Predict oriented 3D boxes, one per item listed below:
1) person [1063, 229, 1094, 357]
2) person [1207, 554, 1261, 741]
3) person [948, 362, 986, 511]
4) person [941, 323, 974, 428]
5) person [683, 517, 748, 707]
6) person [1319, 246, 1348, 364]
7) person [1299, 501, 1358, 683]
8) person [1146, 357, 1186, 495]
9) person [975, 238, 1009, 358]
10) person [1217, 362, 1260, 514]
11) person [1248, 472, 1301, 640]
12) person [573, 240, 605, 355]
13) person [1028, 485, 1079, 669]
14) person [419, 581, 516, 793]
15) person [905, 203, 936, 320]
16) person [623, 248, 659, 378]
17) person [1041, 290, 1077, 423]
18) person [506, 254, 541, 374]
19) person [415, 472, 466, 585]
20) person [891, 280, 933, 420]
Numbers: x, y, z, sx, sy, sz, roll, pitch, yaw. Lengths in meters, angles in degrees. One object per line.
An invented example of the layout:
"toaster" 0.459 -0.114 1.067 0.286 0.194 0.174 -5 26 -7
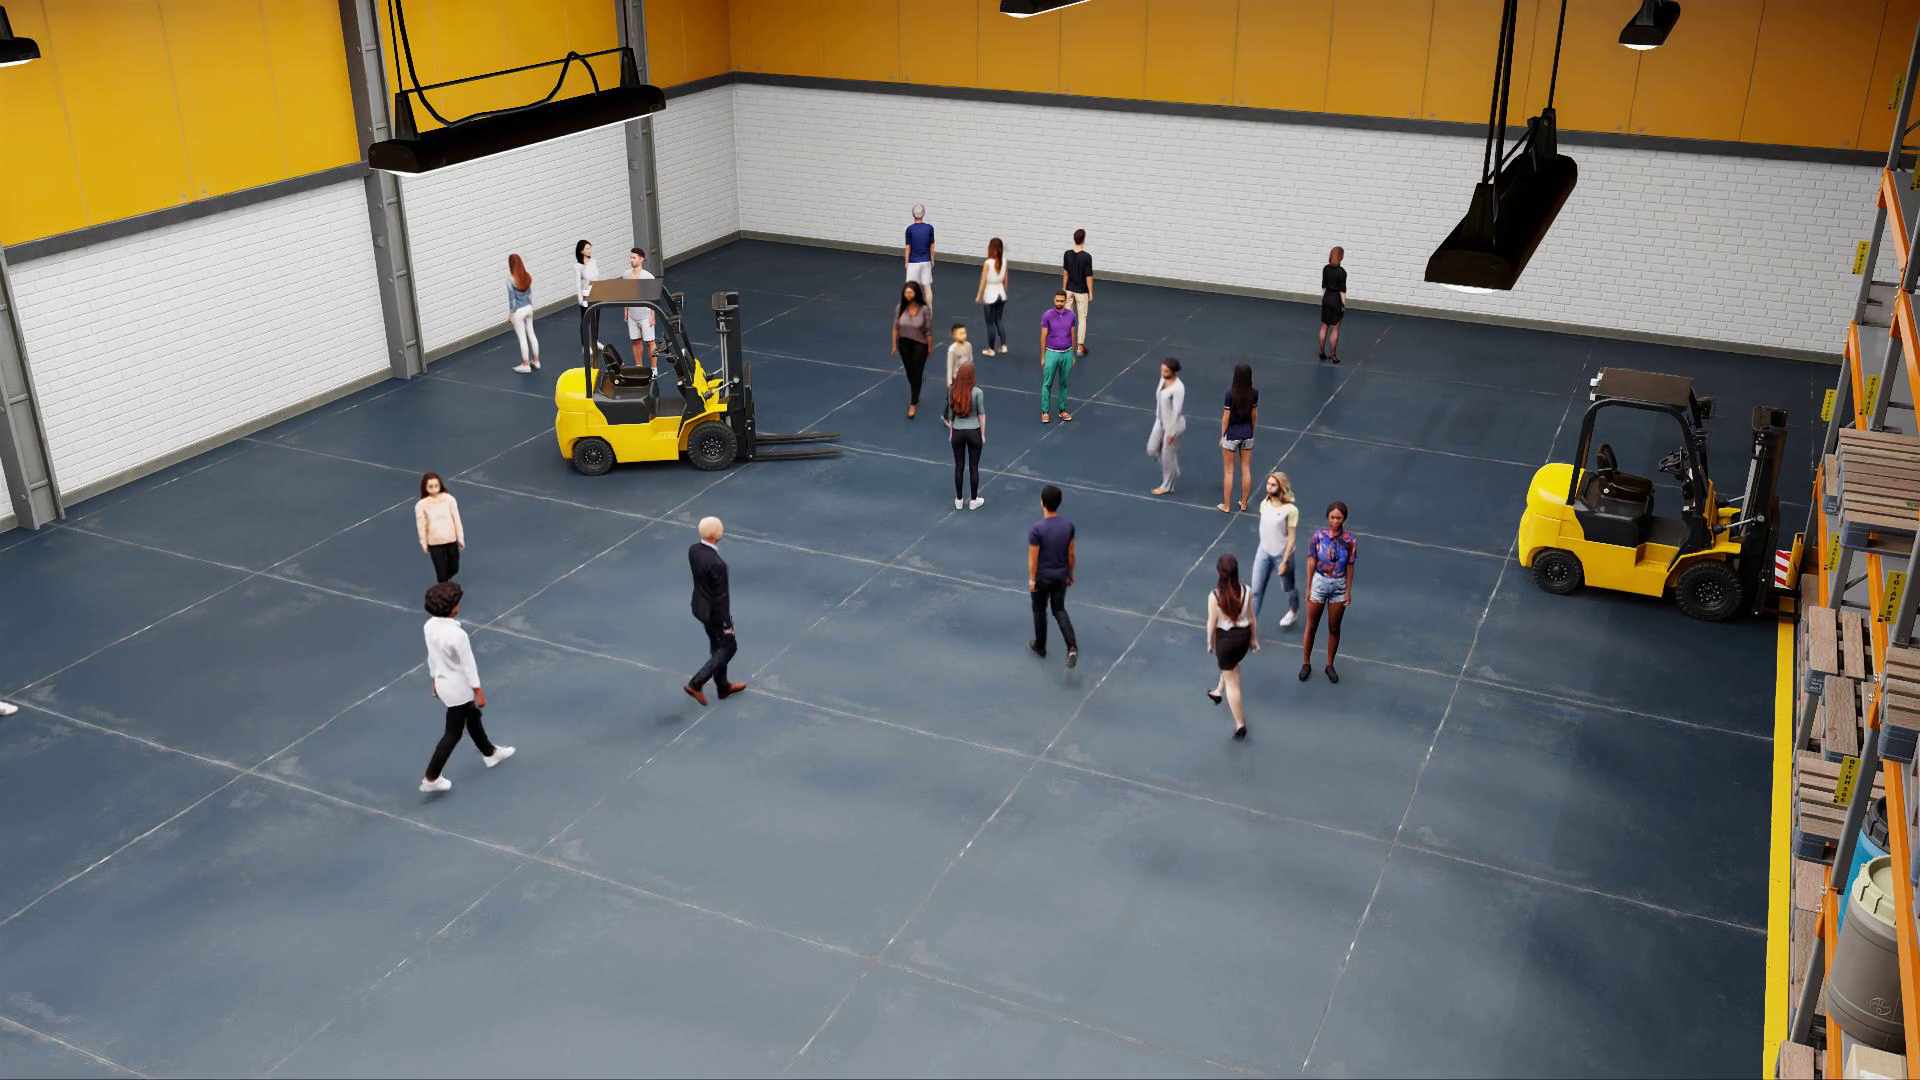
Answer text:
"person" 1.716 -3.646 24.459 0.633 1.854 0.545 12 26 26
"person" 2.353 0.961 14.230 1.005 1.605 1.076 -6 24 -13
"person" 0.076 -1.188 18.974 0.619 1.743 0.599 6 24 12
"person" -0.041 -2.081 21.388 0.836 1.446 0.989 21 31 40
"person" -2.251 0.654 14.708 1.051 1.786 0.919 -18 29 -35
"person" 5.408 -3.419 24.125 0.652 1.706 0.656 -16 28 -33
"person" 3.364 0.464 15.198 0.642 1.741 0.606 4 24 8
"person" 2.513 -1.340 19.360 0.926 1.712 0.869 -7 24 -15
"person" 0.537 -3.512 24.247 0.672 1.778 0.776 -18 29 -35
"person" 3.160 -1.162 18.886 0.659 1.766 0.697 -5 24 -12
"person" 3.121 0.145 16.016 1.213 1.671 0.900 -22 32 -40
"person" -5.489 -3.605 24.557 0.670 1.701 0.470 12 26 25
"person" 0.871 0.381 15.353 1.061 1.768 1.094 -10 26 -22
"person" -4.136 1.221 13.430 0.868 1.769 1.221 19 30 37
"person" -0.639 -4.369 26.134 0.705 1.836 0.755 -7 25 -16
"person" -4.496 -3.206 23.450 0.666 1.855 0.547 11 26 23
"person" 1.282 -2.430 21.785 0.702 1.767 0.737 -5 24 -12
"person" -6.243 -3.246 23.735 0.686 1.700 0.459 12 27 26
"person" -5.177 -0.003 16.609 0.908 1.466 0.903 -14 27 -28
"person" -0.602 -2.544 22.021 0.807 1.786 1.191 6 24 13
